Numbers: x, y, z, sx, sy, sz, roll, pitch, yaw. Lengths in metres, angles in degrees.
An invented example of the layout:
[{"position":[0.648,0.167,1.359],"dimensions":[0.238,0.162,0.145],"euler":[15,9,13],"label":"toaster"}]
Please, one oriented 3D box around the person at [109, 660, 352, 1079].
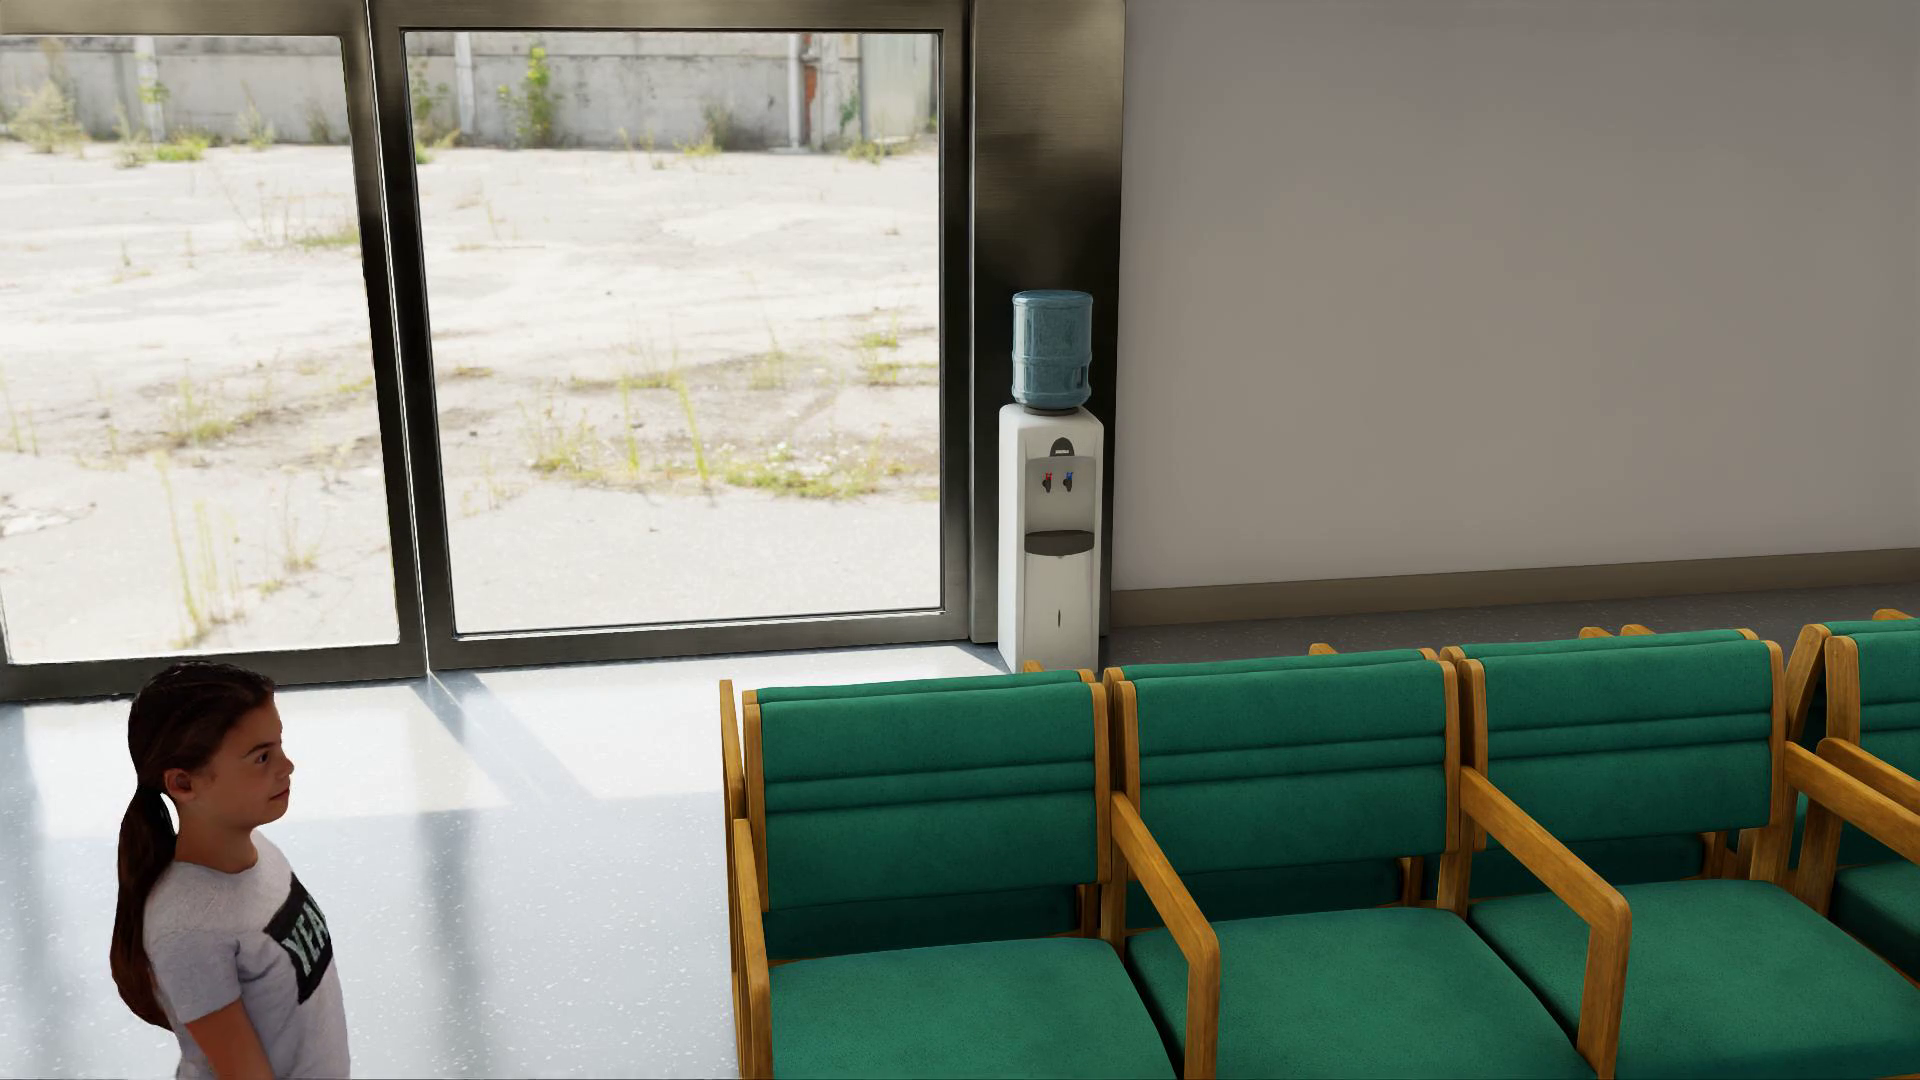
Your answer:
[{"position":[-1.091,0.922,2.402],"dimensions":[0.667,1.537,0.797],"euler":[-1,16,-2],"label":"person"}]
